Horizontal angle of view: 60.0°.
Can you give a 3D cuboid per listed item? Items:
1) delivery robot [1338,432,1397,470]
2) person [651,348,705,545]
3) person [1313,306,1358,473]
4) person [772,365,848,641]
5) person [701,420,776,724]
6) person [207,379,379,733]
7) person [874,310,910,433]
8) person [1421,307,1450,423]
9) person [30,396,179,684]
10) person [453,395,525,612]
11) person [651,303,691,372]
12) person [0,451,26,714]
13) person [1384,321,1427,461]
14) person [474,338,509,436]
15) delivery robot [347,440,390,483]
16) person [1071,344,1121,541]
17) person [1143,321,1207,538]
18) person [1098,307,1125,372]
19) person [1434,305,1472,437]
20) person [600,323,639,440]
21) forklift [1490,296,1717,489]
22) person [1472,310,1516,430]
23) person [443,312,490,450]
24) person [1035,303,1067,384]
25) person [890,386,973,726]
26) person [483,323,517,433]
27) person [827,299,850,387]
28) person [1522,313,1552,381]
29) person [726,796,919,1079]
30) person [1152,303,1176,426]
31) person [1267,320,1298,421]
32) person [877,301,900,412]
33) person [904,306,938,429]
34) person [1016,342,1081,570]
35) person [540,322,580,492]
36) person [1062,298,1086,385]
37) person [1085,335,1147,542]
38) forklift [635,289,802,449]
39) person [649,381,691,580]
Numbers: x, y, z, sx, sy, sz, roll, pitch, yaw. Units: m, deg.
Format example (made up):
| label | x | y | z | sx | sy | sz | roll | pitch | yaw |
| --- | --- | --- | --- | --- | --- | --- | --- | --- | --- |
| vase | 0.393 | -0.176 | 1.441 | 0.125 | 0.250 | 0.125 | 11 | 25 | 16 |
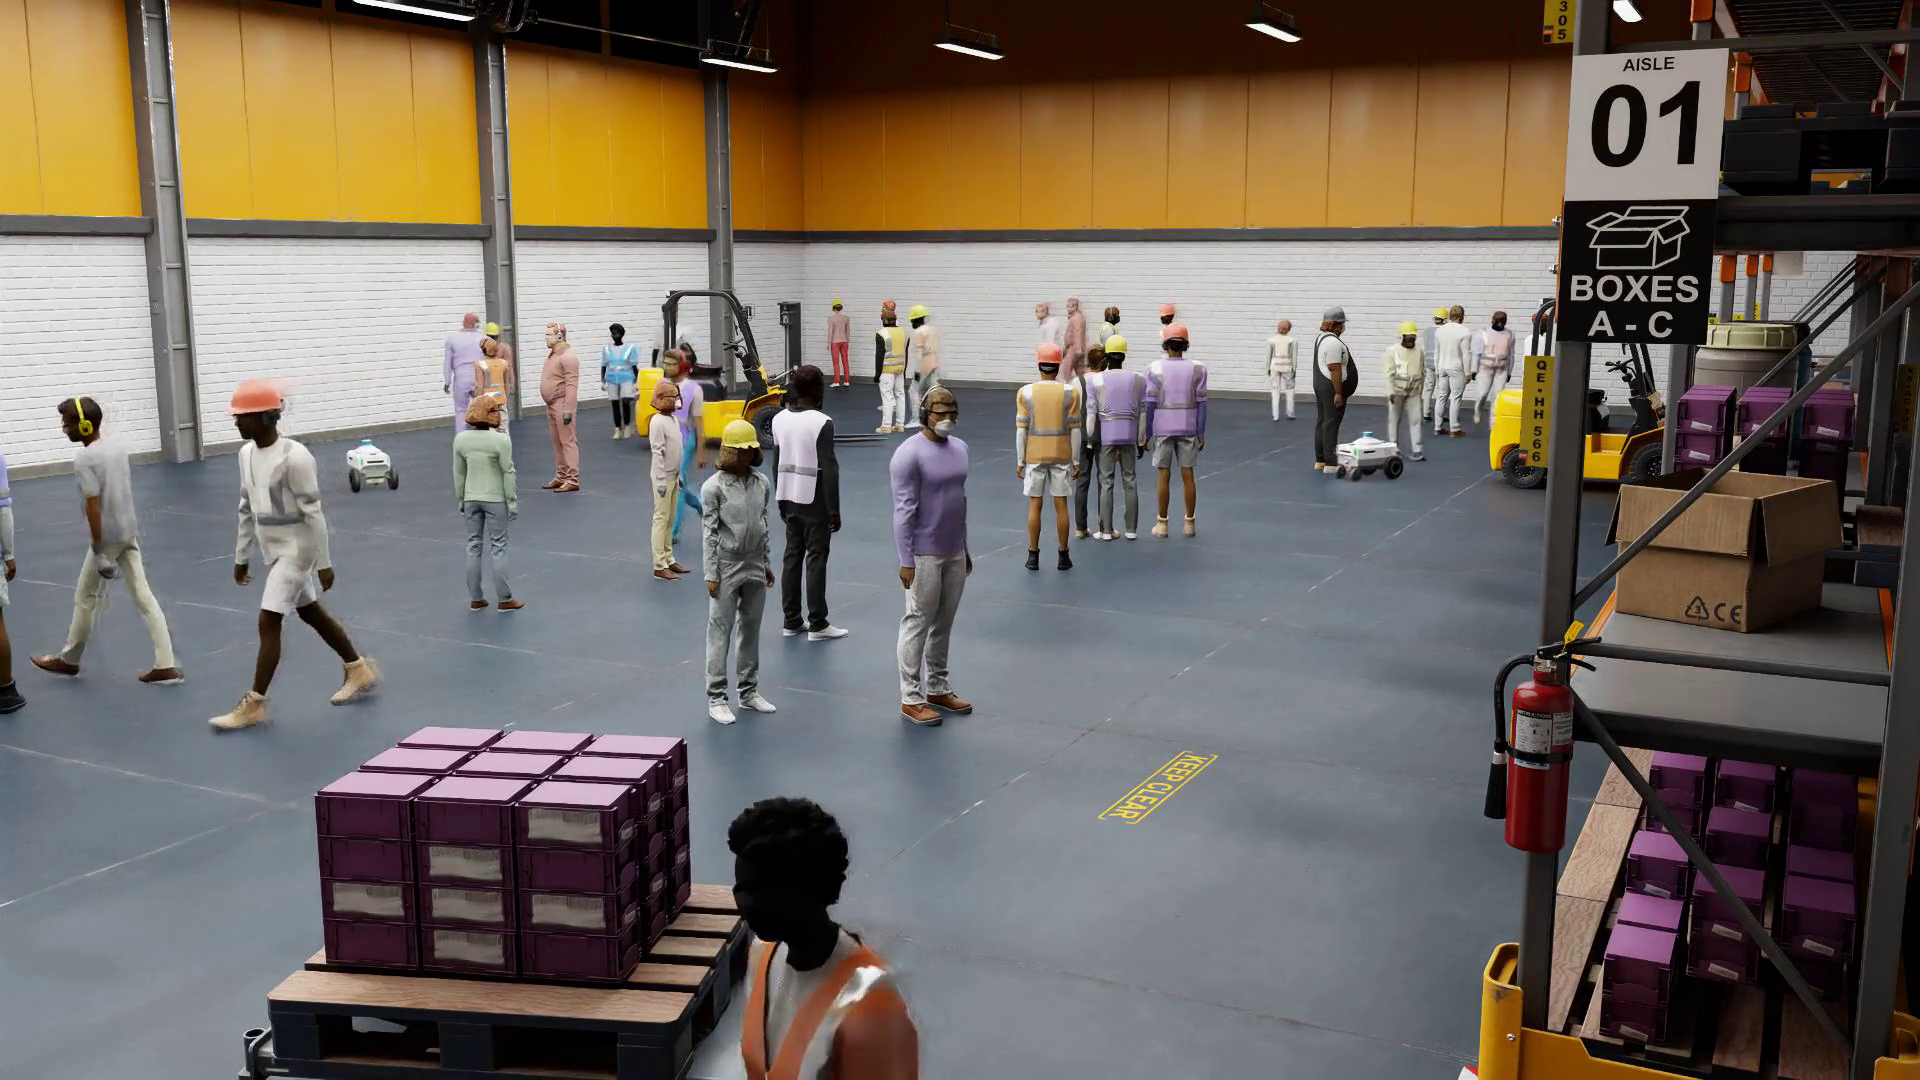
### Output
| label | x | y | z | sx | sy | sz | roll | pitch | yaw |
| --- | --- | --- | --- | --- | --- | --- | --- | --- | --- |
| delivery robot | 4.851 | -1.046 | 19.812 | 0.707 | 0.478 | 0.477 | -6 | 11 | -29 |
| person | -2.573 | -0.874 | 15.423 | 0.576 | 1.826 | 0.777 | 8 | 13 | 40 |
| person | 4.610 | -1.848 | 20.431 | 0.538 | 2.000 | 0.684 | -1 | 10 | -5 |
| person | -1.063 | -0.256 | 11.569 | 0.596 | 1.918 | 0.384 | 9 | 13 | 41 |
| person | -1.260 | 0.174 | 9.586 | 0.321 | 1.742 | 0.492 | 9 | 13 | 41 |
| person | -3.859 | 0.054 | 9.603 | 0.620 | 1.988 | 1.061 | 9 | 13 | 41 |
| person | -1.045 | -2.513 | 24.873 | 0.623 | 1.839 | 0.429 | -10 | 14 | -44 |
| person | 7.585 | -2.768 | 26.360 | 0.403 | 1.833 | 0.589 | -9 | 13 | -41 |
| person | -5.342 | 0.013 | 10.316 | 0.995 | 1.804 | 0.554 | 2 | 10 | 11 |
| person | -3.550 | -0.273 | 12.484 | 0.500 | 1.633 | 0.286 | 3 | 10 | 17 |
| person | -4.388 | -2.606 | 25.105 | 0.606 | 1.948 | 0.495 | 5 | 11 | 26 |
| person | -5.765 | 0.074 | 9.618 | 0.545 | 1.933 | 0.376 | -4 | 11 | -24 |
| person | 5.792 | -1.900 | 21.445 | 0.599 | 1.800 | 0.813 | -2 | 10 | -9 |
| person | -5.797 | -1.681 | 20.623 | 0.309 | 1.641 | 0.511 | 6 | 12 | 32 |
| delivery robot | -6.742 | -0.897 | 18.950 | 0.477 | 0.478 | 0.707 | -6 | 12 | -31 |
| person | 1.271 | -0.911 | 15.570 | 0.515 | 1.843 | 0.326 | 5 | 11 | 27 |
| person | 2.019 | -1.038 | 15.731 | 0.609 | 2.044 | 0.397 | -1 | 10 | -4 |
| person | 2.395 | -2.763 | 26.307 | 0.429 | 1.844 | 0.627 | 0 | 10 | -1 |
| person | 7.211 | -2.472 | 24.372 | 0.364 | 1.931 | 0.632 | -7 | 12 | -34 |
| person | -4.894 | -2.252 | 23.803 | 0.563 | 1.681 | 0.515 | 1 | 10 | 6 |
| forklift | 7.296 | -1.677 | 18.993 | 2.313 | 2.155 | 1.214 | 5 | 11 | 27 |
| person | 8.125 | -2.587 | 25.352 | 0.641 | 1.823 | 0.543 | 1 | 10 | 6 |
| person | -6.667 | -2.144 | 22.606 | 0.687 | 1.890 | 0.395 | -4 | 11 | -22 |
| person | 1.490 | -3.122 | 28.411 | 1.004 | 1.831 | 0.653 | -3 | 10 | -16 |
| person | -0.148 | 0.081 | 9.563 | 0.354 | 1.936 | 0.635 | 7 | 12 | 35 |
| person | -6.477 | -2.162 | 23.169 | 0.614 | 1.717 | 0.816 | 2 | 10 | 14 |
| person | -2.445 | -3.942 | 33.353 | 0.533 | 1.765 | 0.322 | -8 | 13 | -38 |
| person | 7.789 | -2.122 | 22.477 | 0.355 | 1.883 | 0.573 | -1 | 10 | -6 |
| person | -0.245 | 1.307 | 3.257 | 0.362 | 1.661 | 0.547 | -7 | 12 | -34 |
| person | 3.187 | -2.683 | 25.624 | 0.579 | 1.912 | 0.538 | -7 | 12 | -33 |
| person | 5.191 | -2.720 | 26.699 | 0.523 | 1.621 | 0.647 | 4 | 11 | 24 |
| person | -1.192 | -3.118 | 28.239 | 0.356 | 1.883 | 0.573 | -3 | 10 | -18 |
| person | -0.560 | -2.629 | 25.409 | 0.751 | 1.880 | 0.702 | 3 | 10 | 18 |
| person | 0.748 | -0.703 | 14.100 | 0.551 | 1.936 | 0.356 | 0 | 10 | 2 |
| person | -4.529 | -1.496 | 18.782 | 0.408 | 1.908 | 0.646 | -7 | 12 | -34 |
| person | 1.981 | -3.342 | 29.508 | 0.719 | 1.881 | 0.687 | 2 | 10 | 12 |
| person | 1.448 | -0.945 | 15.529 | 0.588 | 1.928 | 0.384 | -2 | 10 | -9 |
| forklift | -3.358 | -2.392 | 23.136 | 2.313 | 2.155 | 1.214 | -1 | 10 | -5 |
| person | -2.413 | -0.497 | 13.780 | 0.279 | 1.634 | 0.498 | 1 | 10 | 8 |
